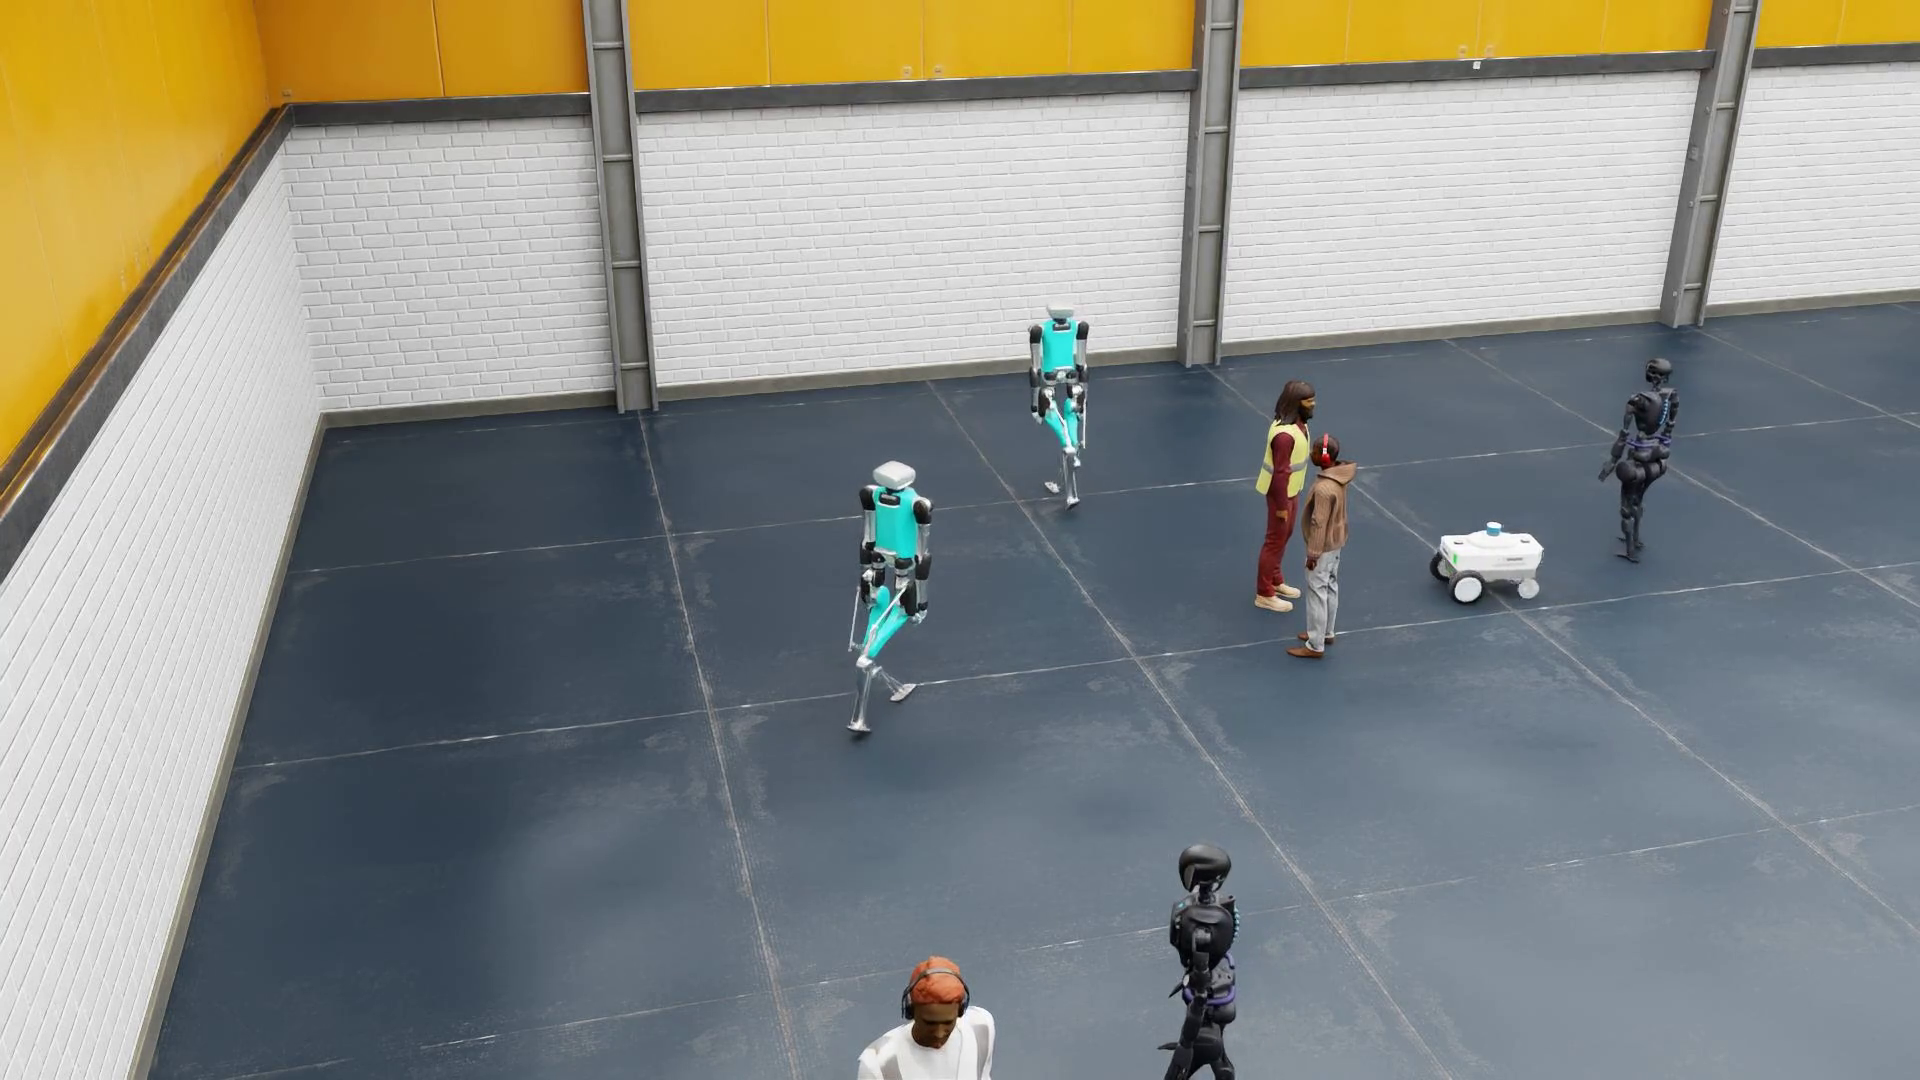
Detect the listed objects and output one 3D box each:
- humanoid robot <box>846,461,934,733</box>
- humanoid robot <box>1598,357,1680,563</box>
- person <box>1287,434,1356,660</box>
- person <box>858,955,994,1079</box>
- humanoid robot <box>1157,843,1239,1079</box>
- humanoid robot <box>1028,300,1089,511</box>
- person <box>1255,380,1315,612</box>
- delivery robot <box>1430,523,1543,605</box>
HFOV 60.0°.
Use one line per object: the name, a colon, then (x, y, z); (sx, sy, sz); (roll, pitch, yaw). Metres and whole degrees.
humanoid robot: (-0.557, 0.435, 10.618); (0.530, 1.780, 1.024); (15, 28, 30)
humanoid robot: (5.329, -0.648, 13.090); (0.602, 1.656, 0.455); (-11, 26, -22)
person: (2.524, 0.047, 11.545); (0.313, 1.648, 0.468); (12, 26, 25)
person: (-0.105, 2.316, 6.097); (0.572, 1.884, 0.360); (-16, 28, -31)
humanoid robot: (0.999, 1.987, 7.152); (0.774, 1.623, 0.584); (3, 24, 7)
humanoid robot: (0.930, -1.062, 14.022); (0.531, 1.776, 1.018); (-7, 25, -16)
person: (2.376, -0.337, 12.273); (0.363, 1.764, 0.473); (10, 26, 22)
delivery robot: (3.999, 0.166, 12.643); (0.796, 0.606, 0.499); (-2, 24, -3)
